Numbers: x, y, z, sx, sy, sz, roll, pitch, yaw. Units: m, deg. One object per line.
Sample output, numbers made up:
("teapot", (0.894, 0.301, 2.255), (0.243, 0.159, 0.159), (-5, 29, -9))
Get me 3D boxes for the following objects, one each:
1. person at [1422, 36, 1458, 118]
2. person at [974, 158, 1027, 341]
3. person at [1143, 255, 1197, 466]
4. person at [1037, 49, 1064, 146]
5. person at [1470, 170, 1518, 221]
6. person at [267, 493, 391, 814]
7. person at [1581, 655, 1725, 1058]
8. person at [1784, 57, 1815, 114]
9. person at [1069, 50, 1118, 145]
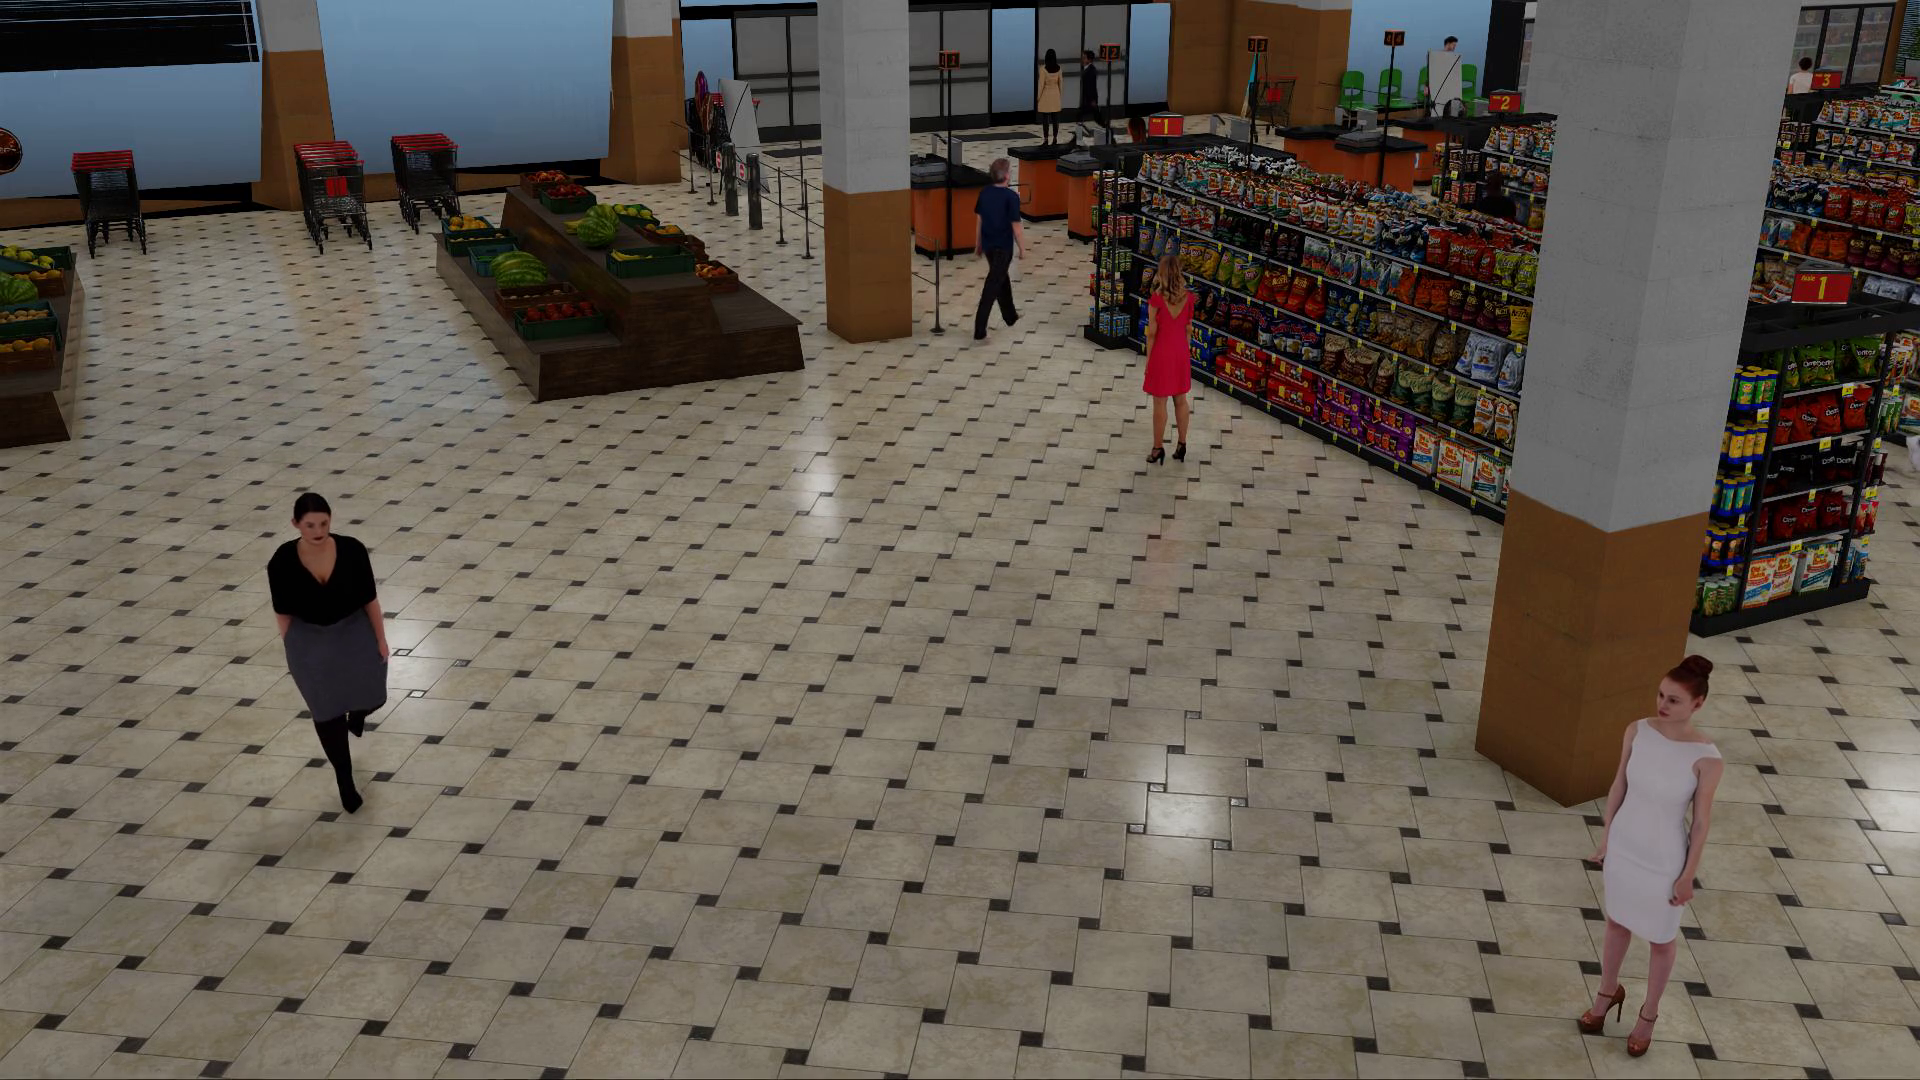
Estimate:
("person", (8.495, -8.106, 29.955), (0.769, 1.831, 0.906), (-11, 25, -26))
("person", (0.336, -2.937, 17.115), (1.235, 1.813, 1.062), (18, 28, 38))
("person", (1.719, -1.470, 13.588), (0.581, 1.721, 0.551), (-8, 23, -19))
("person", (1.597, -7.845, 29.505), (0.641, 1.682, 0.500), (-10, 24, -23))
("person", (5.331, -2.774, 16.719), (0.737, 1.806, 0.702), (-6, 23, -14))
("person", (-3.225, 0.537, 8.578), (0.667, 1.732, 0.924), (-9, 24, -22))
("person", (2.776, 1.276, 6.657), (0.662, 1.792, 0.490), (-15, 27, -34))
("person", (14.376, -7.437, 28.529), (0.655, 1.652, 0.705), (6, 23, 15))
("person", (2.359, -7.639, 28.999), (1.159, 1.677, 1.205), (5, 22, 12))
